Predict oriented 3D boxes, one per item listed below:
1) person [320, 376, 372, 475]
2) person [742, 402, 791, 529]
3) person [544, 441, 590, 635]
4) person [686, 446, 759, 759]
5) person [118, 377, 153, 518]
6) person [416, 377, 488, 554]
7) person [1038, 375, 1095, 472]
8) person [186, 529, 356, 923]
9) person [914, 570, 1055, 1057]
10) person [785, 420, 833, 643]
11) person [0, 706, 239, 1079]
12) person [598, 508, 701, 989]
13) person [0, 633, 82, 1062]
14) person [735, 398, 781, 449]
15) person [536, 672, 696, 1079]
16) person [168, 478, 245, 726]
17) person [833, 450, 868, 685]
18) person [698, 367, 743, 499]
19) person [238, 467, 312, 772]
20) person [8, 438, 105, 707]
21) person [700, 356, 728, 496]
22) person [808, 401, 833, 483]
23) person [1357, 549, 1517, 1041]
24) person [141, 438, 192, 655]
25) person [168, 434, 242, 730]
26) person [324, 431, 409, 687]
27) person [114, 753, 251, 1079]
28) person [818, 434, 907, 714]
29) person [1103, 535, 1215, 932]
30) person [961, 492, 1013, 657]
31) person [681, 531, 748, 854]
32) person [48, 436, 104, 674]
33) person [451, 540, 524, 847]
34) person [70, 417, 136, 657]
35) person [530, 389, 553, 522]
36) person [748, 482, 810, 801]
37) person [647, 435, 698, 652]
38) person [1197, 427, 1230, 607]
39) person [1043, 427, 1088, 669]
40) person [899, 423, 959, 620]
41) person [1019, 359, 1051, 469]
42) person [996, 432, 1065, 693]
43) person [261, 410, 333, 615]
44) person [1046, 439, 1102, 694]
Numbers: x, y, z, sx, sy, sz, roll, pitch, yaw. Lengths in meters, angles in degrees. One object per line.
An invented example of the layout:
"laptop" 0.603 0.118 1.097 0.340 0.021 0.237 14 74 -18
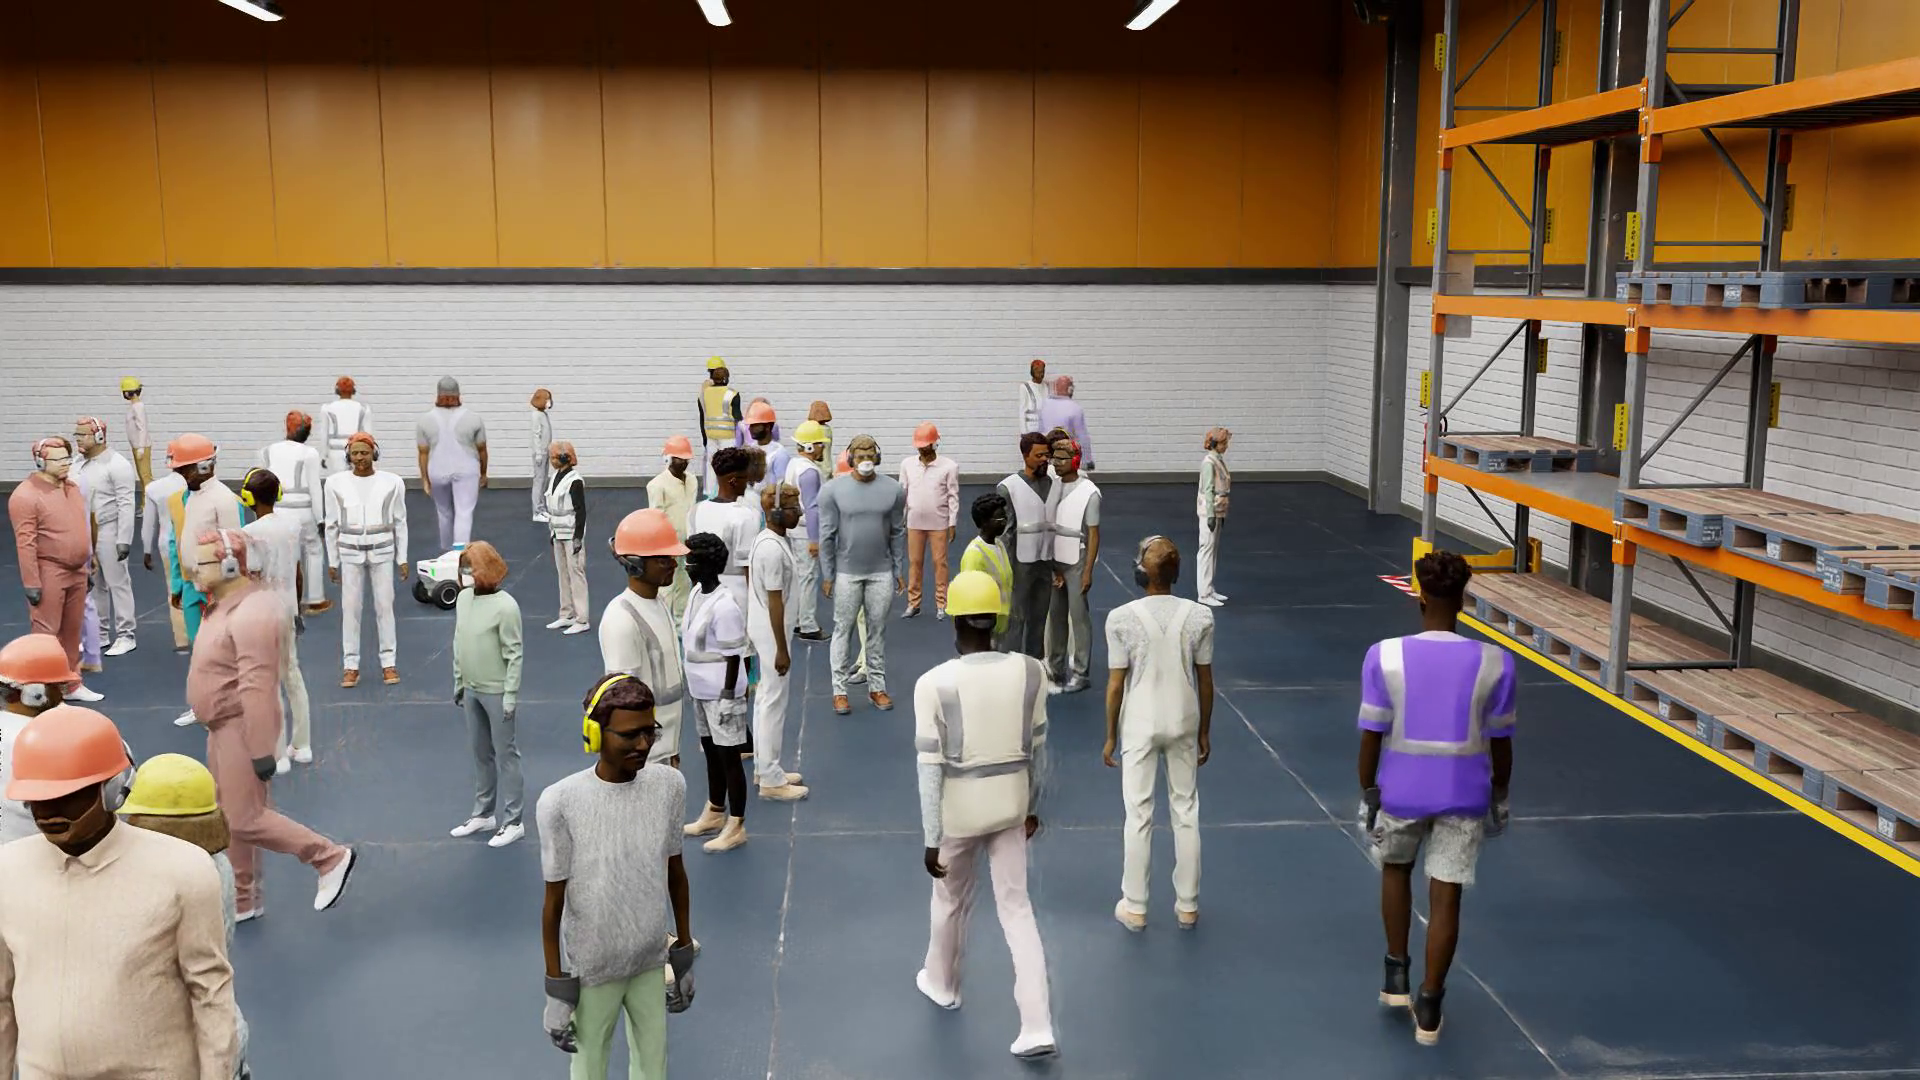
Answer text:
"person" -7.170 -0.993 19.499 0.583 1.860 0.832 -5 10 -30
"person" -1.695 -0.218 14.350 0.543 1.939 0.360 9 13 44
"person" -3.323 -0.025 14.072 0.307 1.639 0.525 -7 12 -38
"person" -1.452 0.387 10.461 0.612 1.963 0.363 8 12 40
"person" -10.282 -1.156 20.794 0.329 1.763 0.523 -6 11 -32
"person" -5.204 -0.709 17.110 0.679 2.000 1.035 -1 9 -6
"person" 1.289 -0.955 19.198 0.894 1.875 0.647 -7 12 -39
"person" -3.250 0.870 7.685 0.648 1.891 0.656 -6 11 -33
"person" 0.096 1.054 6.552 0.591 1.884 0.983 -4 10 -22
"person" -1.251 -0.074 13.772 0.404 1.833 0.591 -3 10 -18
"person" -2.137 1.377 4.152 0.623 1.992 0.396 -1 9 -5
"person" -1.325 0.877 7.141 0.375 2.044 0.604 0 9 2
"person" -3.342 1.200 6.057 0.573 1.749 0.351 7 12 38
"person" -2.346 -0.860 19.427 0.526 1.598 0.815 1 9 9
"person" -1.021 1.309 5.019 0.509 1.860 0.333 -7 12 -39
"person" -5.033 0.301 11.147 0.594 1.921 0.387 3 9 18
"person" -0.762 0.198 12.343 0.343 1.741 0.561 0 9 -3
"person" -3.120 -1.353 21.824 0.618 1.836 0.430 4 10 24
"person" -4.209 0.486 10.148 0.317 1.867 0.531 3 9 16
"person" -6.256 0.240 11.572 0.400 1.907 0.645 1 9 7
"person" -3.348 -1.543 22.702 0.387 1.927 0.589 -5 10 -27
"person" -1.557 -0.732 18.519 0.284 1.636 0.500 2 9 12
"person" 1.906 0.999 6.679 0.611 1.940 0.594 2 9 15
"person" -6.201 0.050 13.291 0.600 1.743 0.381 -5 10 -28
"person" -5.006 0.279 11.086 0.610 1.984 0.399 8 12 40
"person" -4.369 0.141 12.269 0.575 1.883 0.362 -3 9 -17
"person" -2.117 1.434 4.579 0.283 1.746 0.493 -2 9 -13
"person" -0.666 0.230 11.534 0.629 1.940 0.376 -3 10 -19
"person" 0.913 0.892 7.670 0.506 1.847 0.346 -1 9 -3
"person" 0.163 0.546 10.308 0.318 1.695 0.539 3 10 18
"person" -1.293 0.791 8.759 0.321 1.699 0.535 -5 10 -28
"person" -6.678 0.136 12.459 0.343 1.834 0.523 3 9 17
"person" -2.520 0.809 8.852 0.499 1.632 0.281 7 11 37
"person" -6.867 -0.028 13.254 0.639 1.909 0.407 4 10 24
"person" -5.141 -1.047 20.507 0.276 1.631 0.507 0 9 0
"person" -1.063 0.579 9.635 0.329 1.844 0.509 -2 9 -11
"person" -2.266 0.023 13.421 0.342 1.747 0.572 5 10 28
"person" 2.330 -0.222 15.301 0.310 1.642 0.514 3 9 17
"person" 0.732 0.067 12.771 0.517 1.873 0.334 0 9 -2
"person" -0.289 -0.162 14.608 0.564 1.741 0.340 2 9 14
"person" 1.051 -1.539 22.840 0.584 1.879 0.366 -9 12 -43
"person" 0.507 0.177 11.932 0.591 1.920 0.393 -9 12 -43
"person" -5.819 -0.212 14.606 0.659 1.845 0.831 2 9 13
"person" 0.795 0.181 12.128 0.389 1.846 0.567 -8 12 -40
